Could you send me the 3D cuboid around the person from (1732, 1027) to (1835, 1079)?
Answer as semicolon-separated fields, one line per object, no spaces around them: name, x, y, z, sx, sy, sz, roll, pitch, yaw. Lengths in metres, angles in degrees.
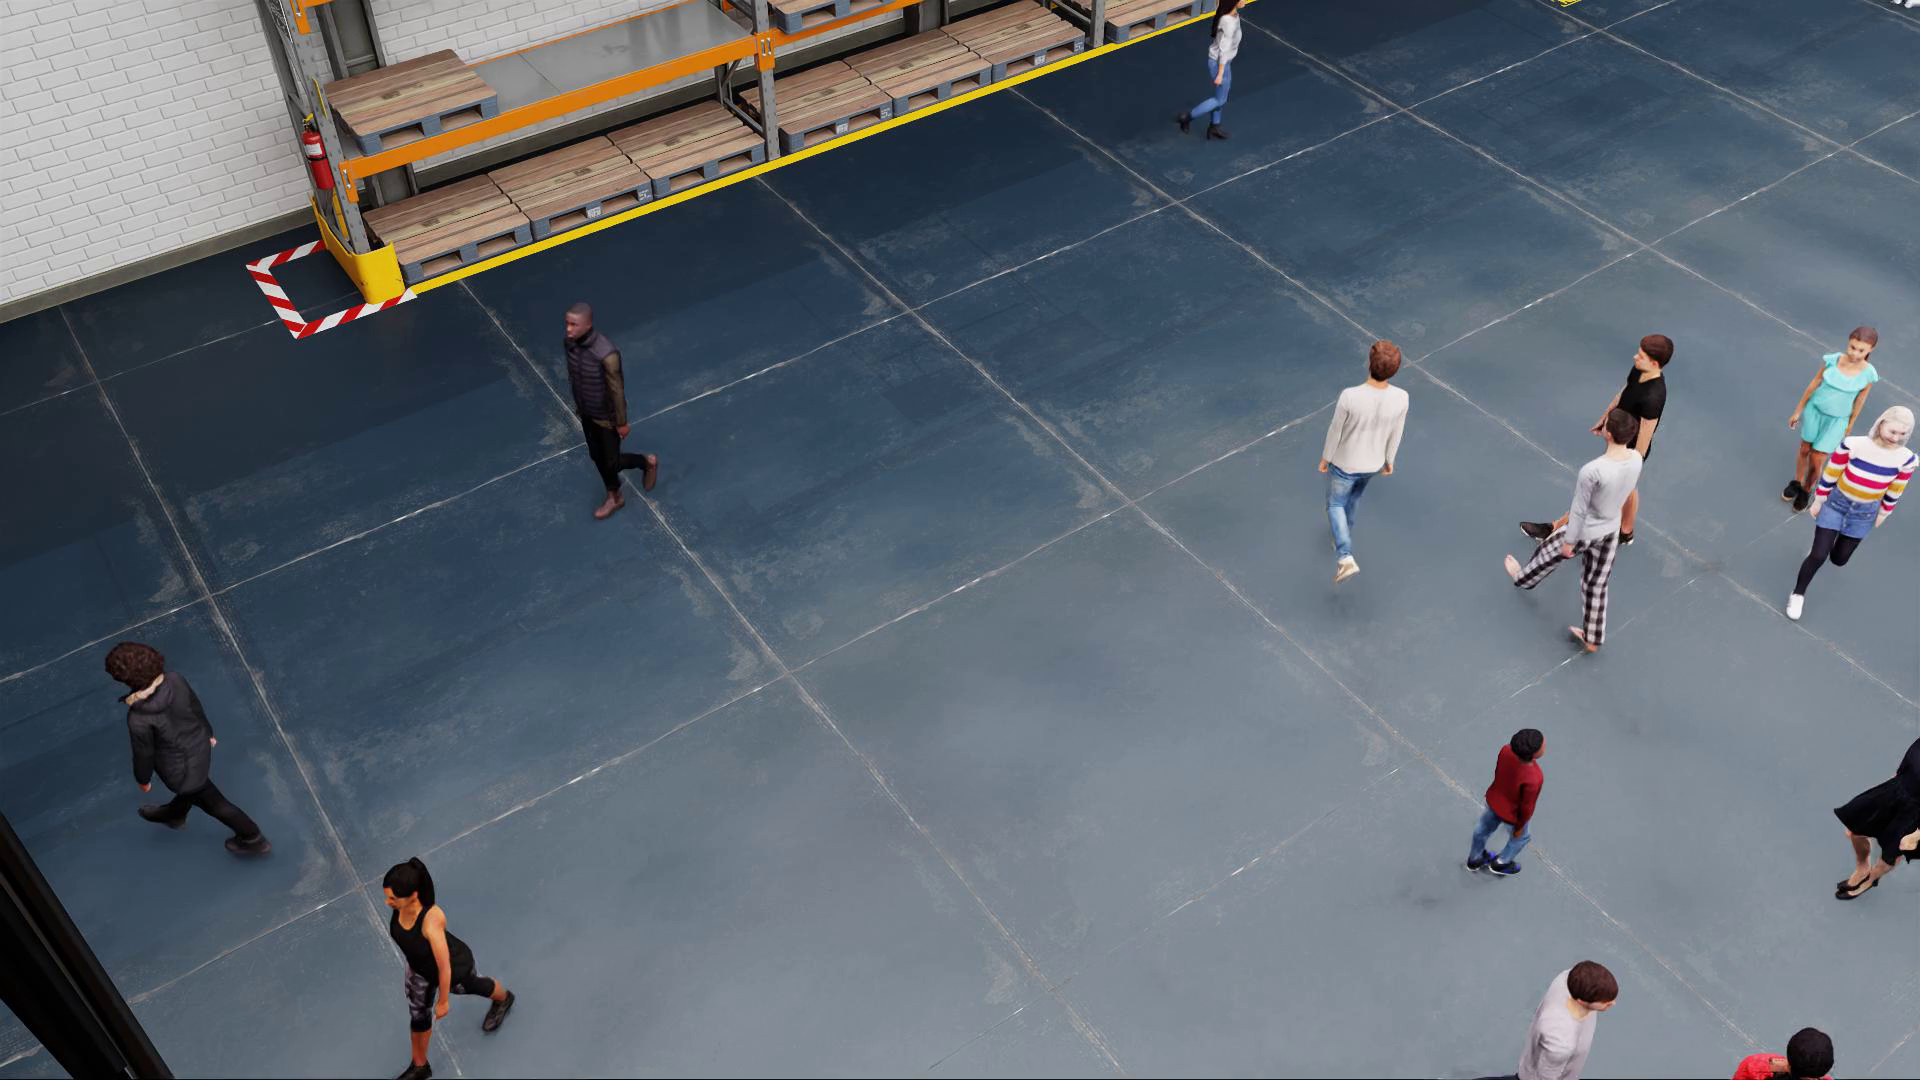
person;3.768;2.909;7.911;0.920;1.762;1.104;18;46;18

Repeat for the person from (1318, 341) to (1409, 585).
person;2.739;-0.500;11.403;1.112;1.881;1.070;-2;44;-2

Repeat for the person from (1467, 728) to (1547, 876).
person;3.150;1.558;9.702;0.589;1.247;0.569;-15;46;-15

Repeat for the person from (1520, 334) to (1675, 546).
person;4.735;-0.636;11.583;1.162;1.829;1.120;7;44;8

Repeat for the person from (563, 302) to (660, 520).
person;-2.503;-0.955;11.920;0.851;1.826;0.944;29;51;27

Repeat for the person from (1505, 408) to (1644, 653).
person;4.217;-0.013;10.950;1.170;1.800;0.912;-15;46;-15

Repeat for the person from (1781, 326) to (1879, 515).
person;6.338;-0.936;12.101;0.633;1.548;0.590;-34;53;-30

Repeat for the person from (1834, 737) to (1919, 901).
person;5.429;1.517;9.389;0.776;1.738;0.714;-8;44;-8

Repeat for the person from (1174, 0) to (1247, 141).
person;2.385;-4.515;15.809;0.938;1.616;0.849;-1;44;-1

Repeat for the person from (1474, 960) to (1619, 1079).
person;2.833;2.575;8.216;0.946;1.825;0.947;21;48;21

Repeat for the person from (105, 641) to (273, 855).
person;-4.432;1.275;9.650;1.148;1.728;1.083;7;44;7

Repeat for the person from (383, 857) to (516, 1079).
person;-2.679;2.183;8.773;0.853;1.624;1.133;25;49;24

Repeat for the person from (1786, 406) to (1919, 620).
person;5.998;-0.260;11.219;0.904;1.787;1.033;19;47;19
